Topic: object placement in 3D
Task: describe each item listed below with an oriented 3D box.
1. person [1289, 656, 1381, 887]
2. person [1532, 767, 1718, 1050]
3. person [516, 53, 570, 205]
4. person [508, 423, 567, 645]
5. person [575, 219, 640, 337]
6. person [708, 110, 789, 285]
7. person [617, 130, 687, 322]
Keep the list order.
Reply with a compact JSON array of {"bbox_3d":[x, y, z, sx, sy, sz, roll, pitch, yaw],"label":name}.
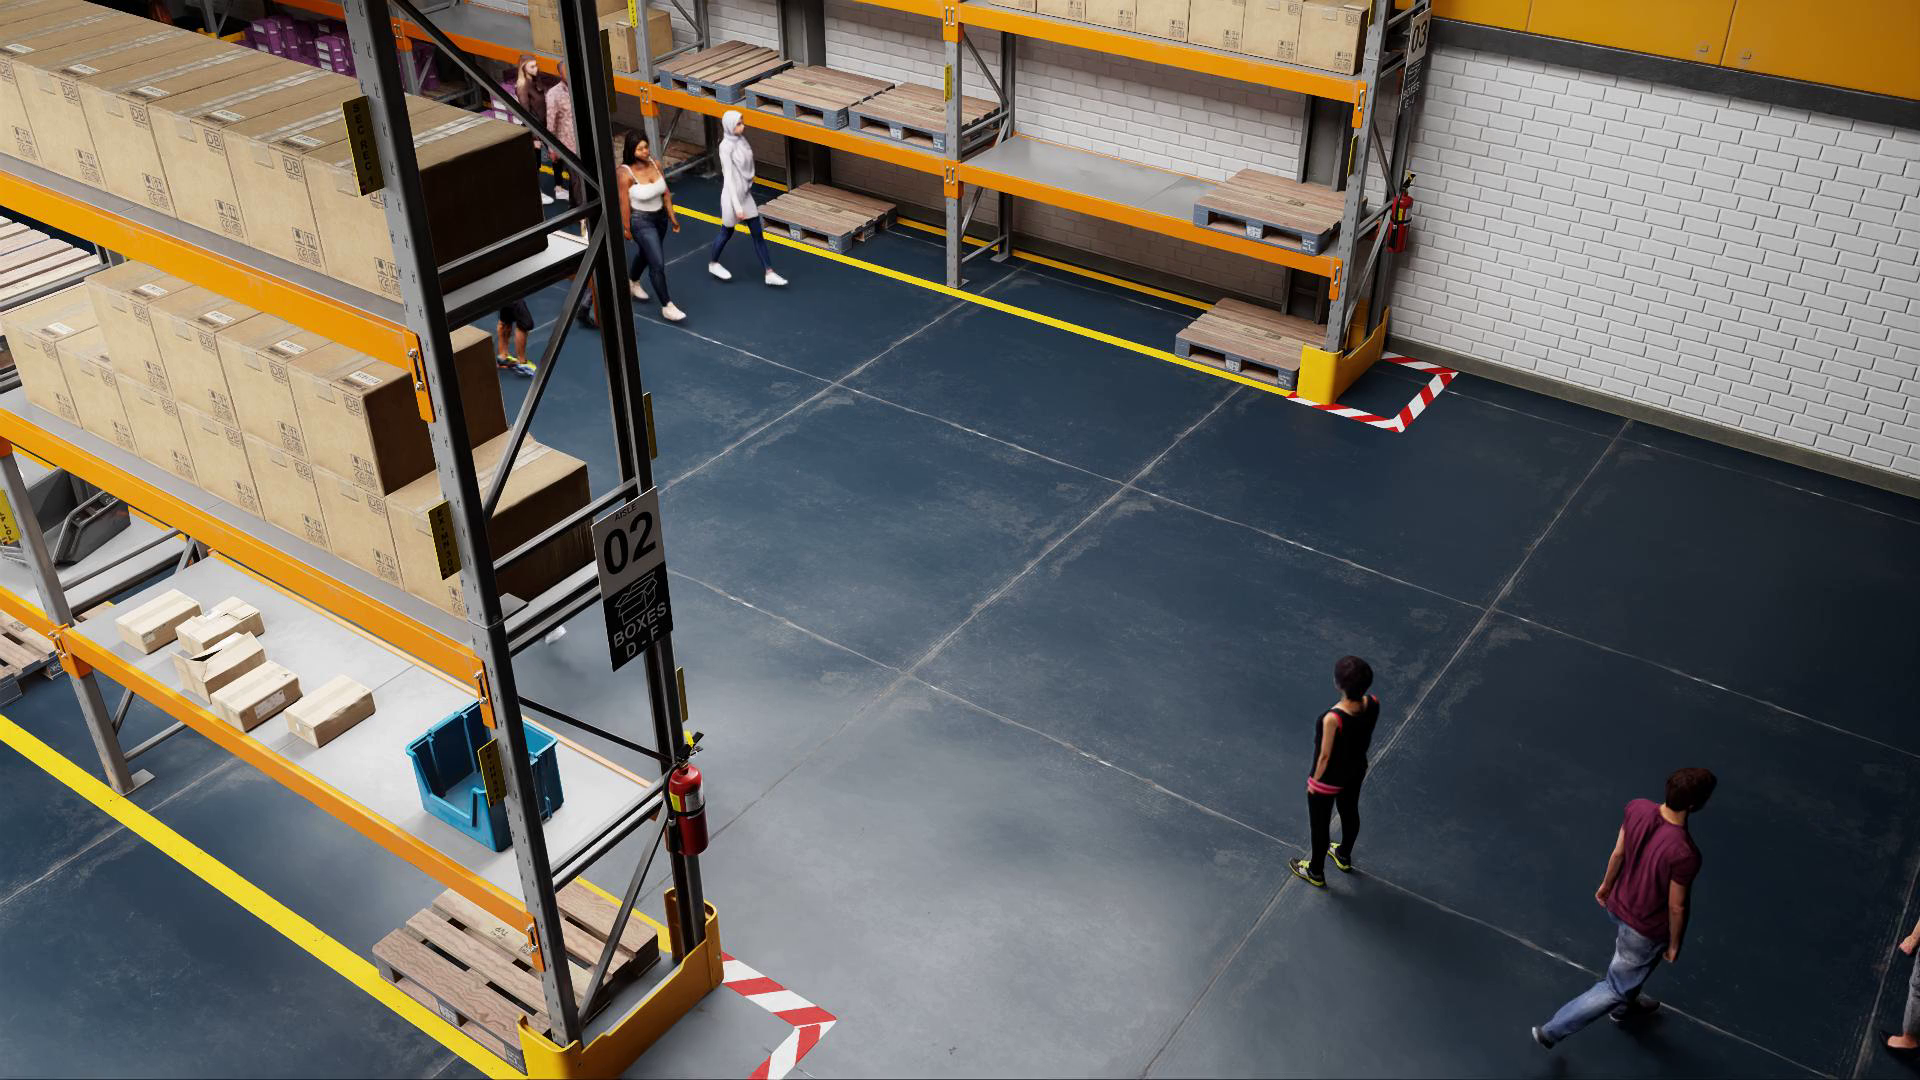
[{"bbox_3d":[2.142,1.291,9.378,0.607,1.553,0.616,-19,38,-26],"label":"person"},{"bbox_3d":[3.309,1.878,8.260,1.160,1.814,1.141,-9,35,-13],"label":"person"},{"bbox_3d":[-4.613,-4.385,17.803,0.834,1.681,0.764,7,34,11],"label":"person"},{"bbox_3d":[-2.822,0.019,11.163,0.705,1.697,0.808,-24,41,-32],"label":"person"},{"bbox_3d":[-3.384,-2.487,15.334,0.973,1.253,0.692,9,35,13],"label":"person"},{"bbox_3d":[-2.234,-3.282,16.098,1.144,1.732,0.710,16,37,23],"label":"person"},{"bbox_3d":[-2.996,-2.986,15.616,1.154,1.771,0.658,23,40,31],"label":"person"}]
